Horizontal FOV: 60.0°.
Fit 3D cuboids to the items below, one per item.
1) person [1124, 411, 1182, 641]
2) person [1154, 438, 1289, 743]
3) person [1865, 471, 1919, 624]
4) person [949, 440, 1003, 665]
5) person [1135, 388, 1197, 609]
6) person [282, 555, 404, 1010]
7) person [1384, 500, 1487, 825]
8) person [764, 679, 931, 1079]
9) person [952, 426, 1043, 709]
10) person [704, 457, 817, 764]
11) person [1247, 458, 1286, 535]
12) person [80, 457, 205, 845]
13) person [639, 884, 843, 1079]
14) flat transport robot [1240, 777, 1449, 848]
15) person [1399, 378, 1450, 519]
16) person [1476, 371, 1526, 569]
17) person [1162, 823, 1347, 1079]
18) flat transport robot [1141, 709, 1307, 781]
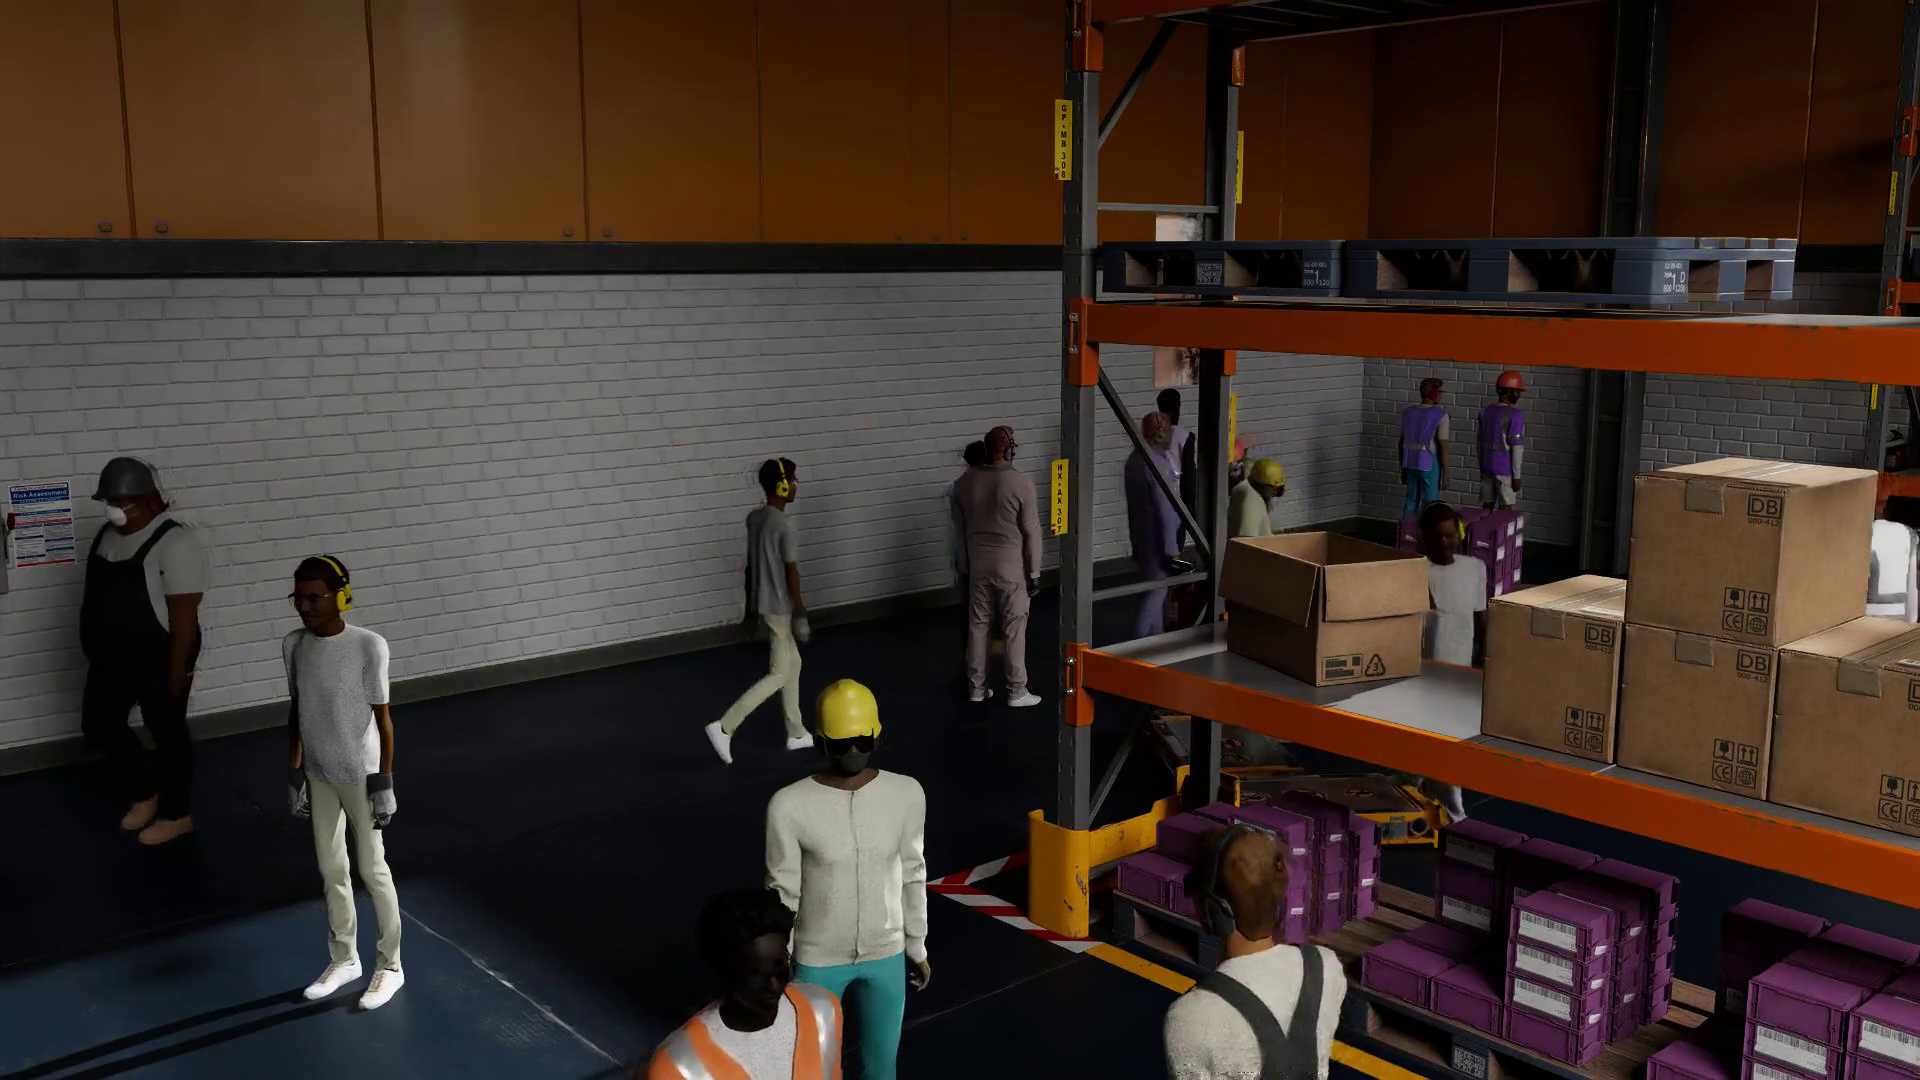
[{"bbox_3d":[1.447,-0.008,12.408,0.486,1.920,0.668,-2,10,-11],"label":"person"},{"bbox_3d":[1.717,0.313,10.386,1.048,1.919,0.703,0,10,-2],"label":"person"},{"bbox_3d":[4.967,0.521,9.364,0.612,1.852,0.854,-4,11,-24],"label":"person"},{"bbox_3d":[0.193,0.093,12.401,0.566,1.665,0.532,9,13,43],"label":"person"},{"bbox_3d":[1.748,-0.329,14.159,0.587,1.920,0.385,8,12,38],"label":"person"},{"bbox_3d":[-2.509,0.971,6.736,0.511,1.862,0.324,3,10,18],"label":"person"},{"bbox_3d":[2.439,0.690,8.482,0.543,1.825,0.754,-4,10,-22],"label":"person"},{"bbox_3d":[-0.339,1.287,5.146,0.533,1.768,0.310,-4,10,-22],"label":"person"},{"bbox_3d":[0.276,0.184,11.195,0.642,1.908,0.409,6,11,30],"label":"person"},{"bbox_3d":[-1.165,0.427,10.001,0.811,1.847,0.506,-6,11,-31],"label":"person"},{"bbox_3d":[2.000,0.276,11.246,0.767,1.695,0.499,8,12,38],"label":"person"},{"bbox_3d":[-4.209,0.571,8.538,0.698,2.000,0.536,4,11,23],"label":"person"},{"bbox_3d":[-0.454,1.572,3.717,0.547,1.679,0.381,-8,12,-39],"label":"person"},{"bbox_3d":[1.882,1.424,8.716,1.431,0.197,0.652,-1,10,-5],"label":"flat transport robot"},{"bbox_3d":[4.573,-0.680,16.437,0.381,1.841,0.566,-7,12,-35],"label":"person"},{"bbox_3d":[5.274,-0.681,16.193,0.385,1.929,0.547,-5,11,-25],"label":"person"},{"bbox_3d":[0.660,1.510,3.737,0.510,1.808,0.951,-5,11,-26],"label":"person"},{"bbox_3d":[1.519,1.255,9.706,0.652,0.197,1.431,-1,10,-5],"label":"flat transport robot"}]
